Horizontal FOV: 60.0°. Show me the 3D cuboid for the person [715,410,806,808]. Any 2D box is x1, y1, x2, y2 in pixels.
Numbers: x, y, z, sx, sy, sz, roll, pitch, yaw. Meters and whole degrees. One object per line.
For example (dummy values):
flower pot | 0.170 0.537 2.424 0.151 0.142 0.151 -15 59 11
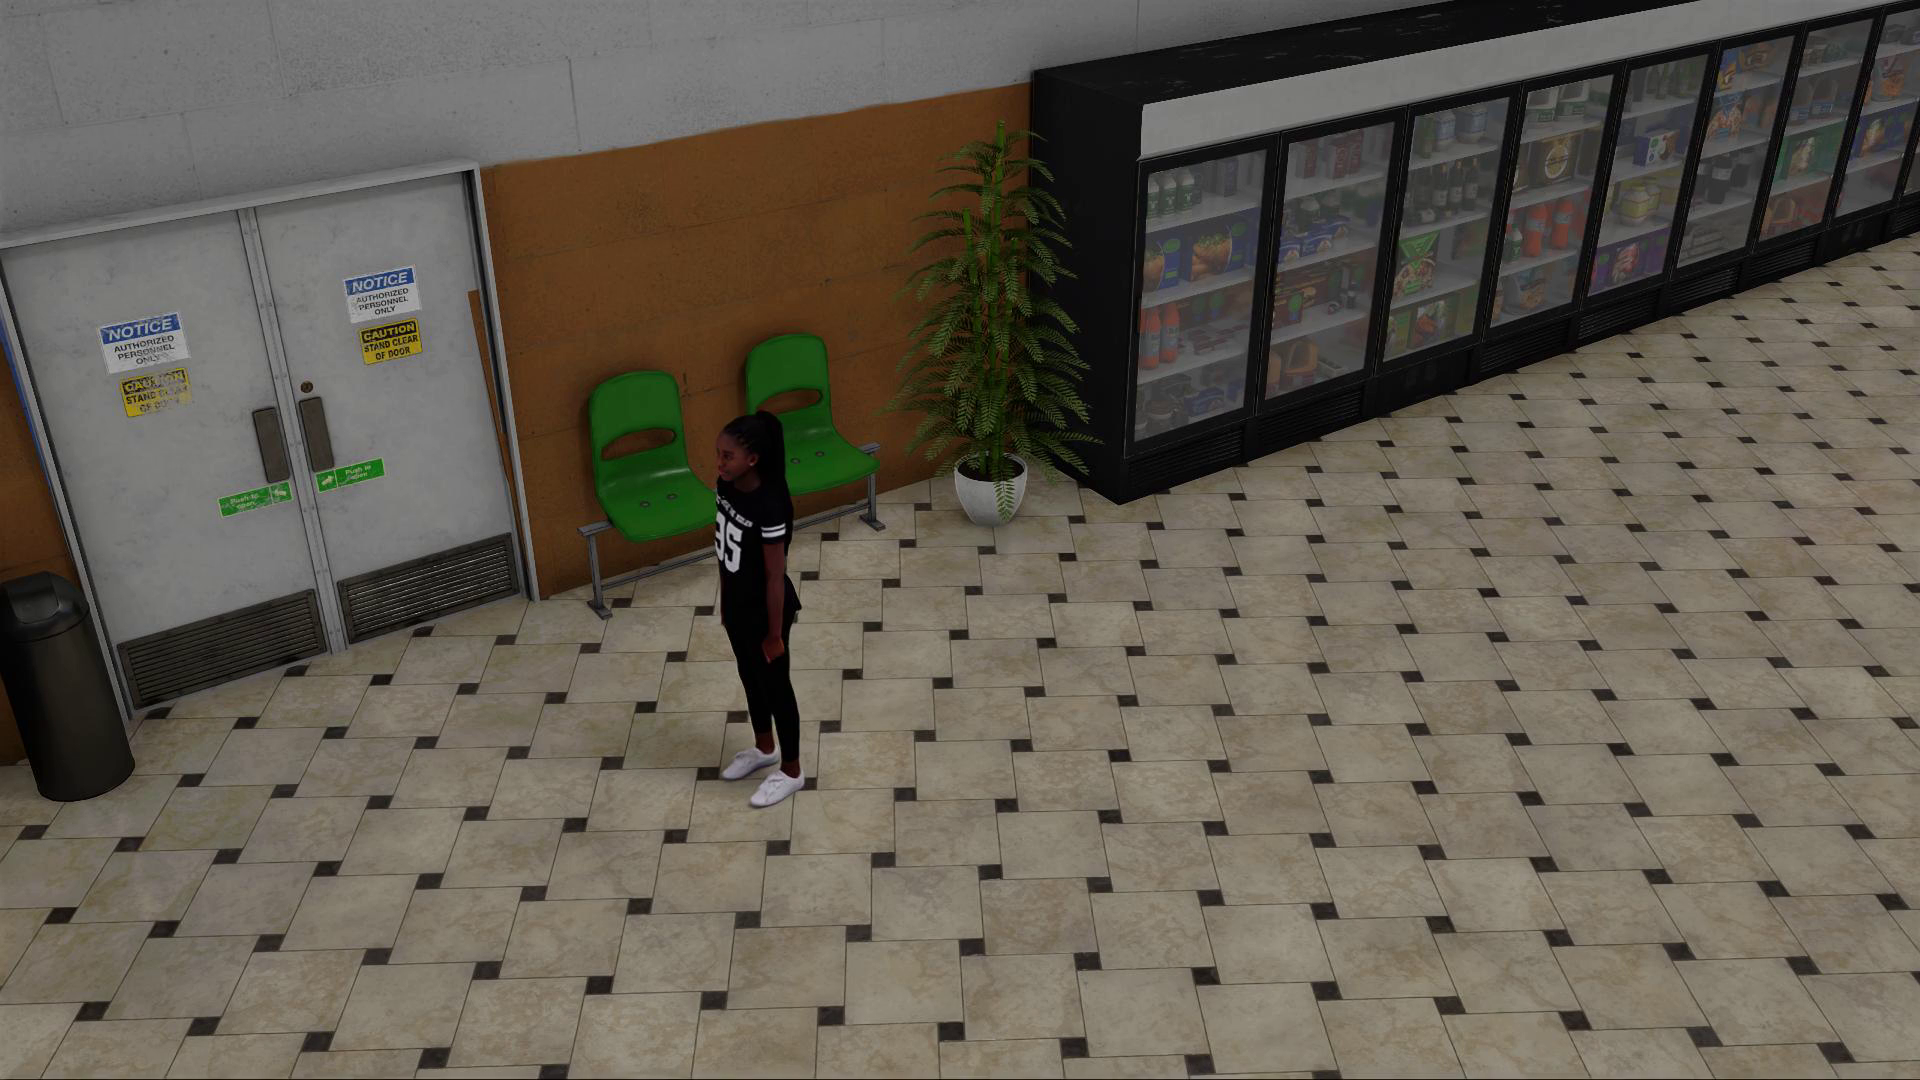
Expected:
person | -0.833 0.284 6.857 0.658 1.730 0.490 -20 34 -32
